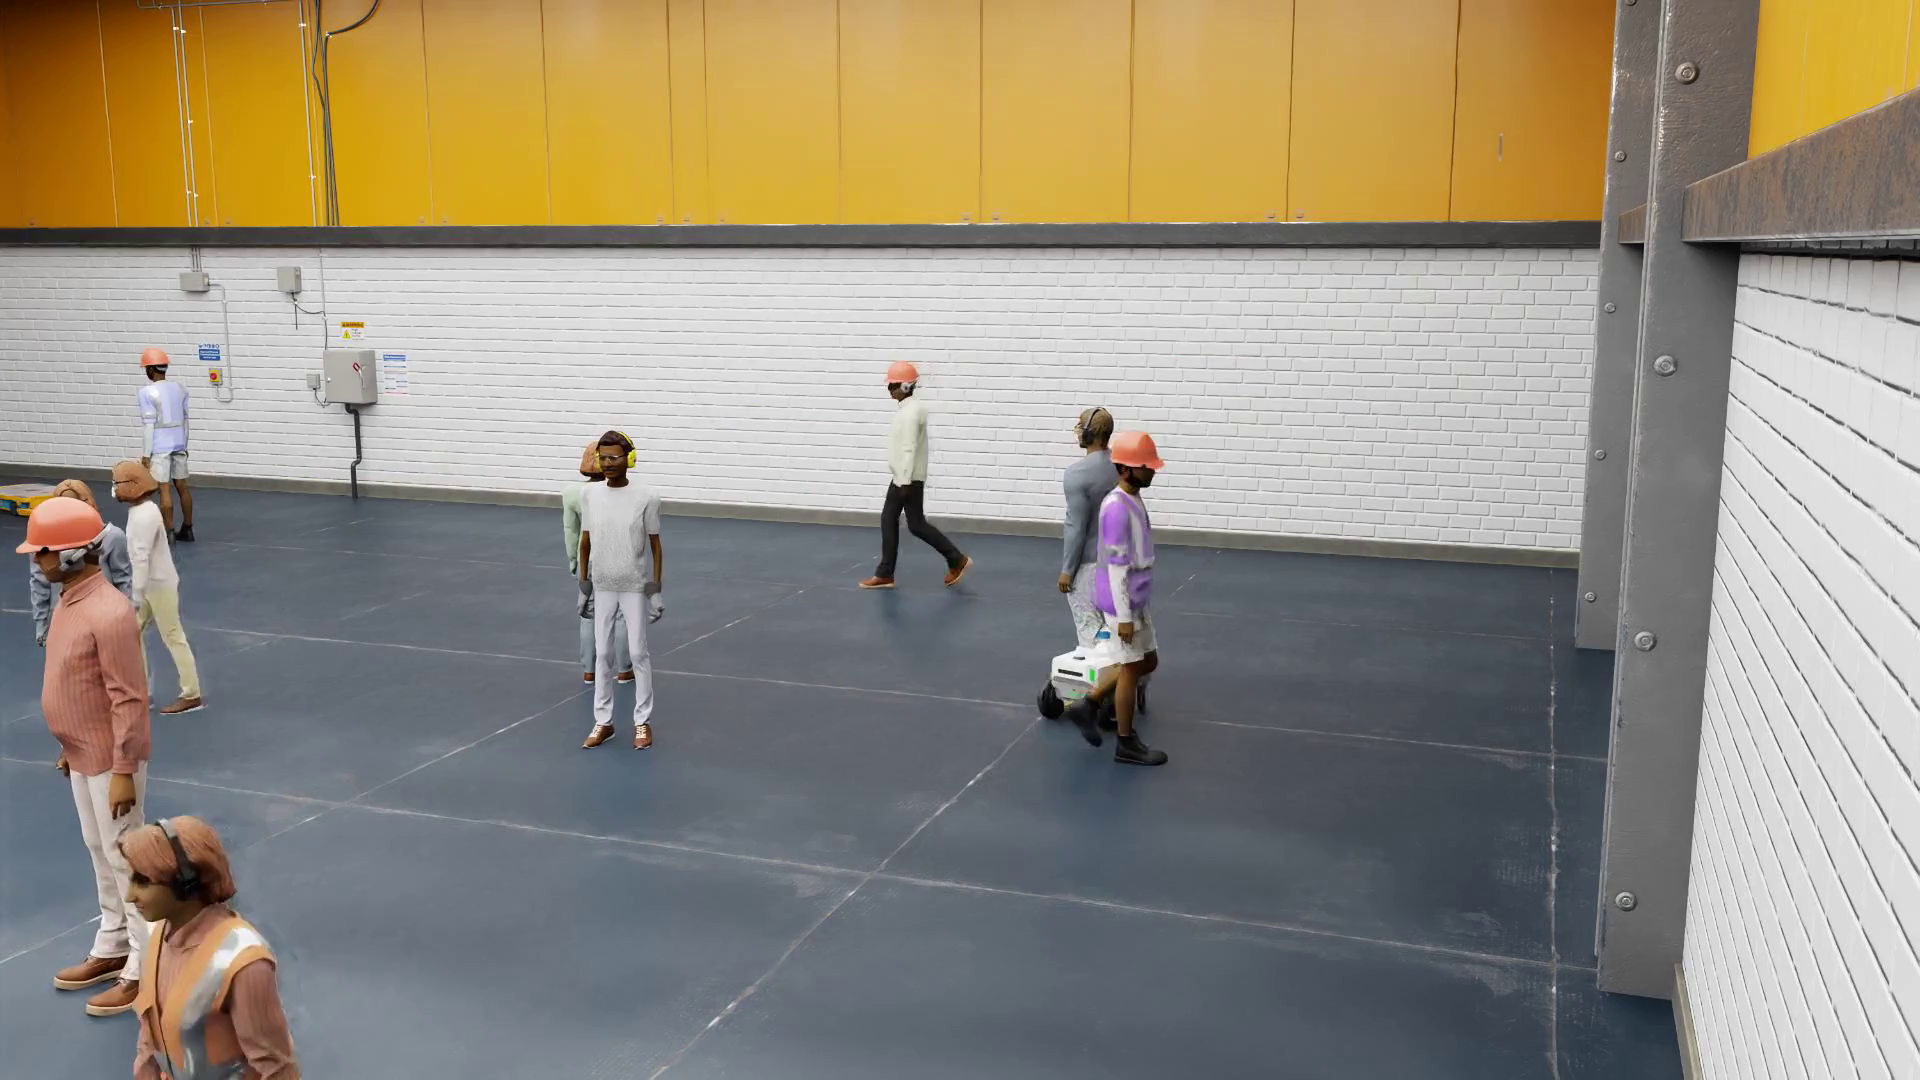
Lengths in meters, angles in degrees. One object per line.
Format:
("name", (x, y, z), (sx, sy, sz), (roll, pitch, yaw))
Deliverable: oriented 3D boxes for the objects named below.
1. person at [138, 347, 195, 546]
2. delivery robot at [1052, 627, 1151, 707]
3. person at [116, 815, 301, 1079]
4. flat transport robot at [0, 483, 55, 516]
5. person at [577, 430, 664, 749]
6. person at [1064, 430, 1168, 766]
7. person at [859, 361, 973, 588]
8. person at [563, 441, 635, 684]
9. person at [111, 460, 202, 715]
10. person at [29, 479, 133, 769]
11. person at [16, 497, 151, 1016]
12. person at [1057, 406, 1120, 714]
("person", (-7.769, -0.909, 16.229), (0.358, 1.938, 0.542), (4, 11, 21))
("delivery robot", (0.885, 0.785, 10.321), (0.477, 0.478, 0.707), (8, 13, 38))
("person", (-1.773, 1.426, 4.044), (0.523, 1.593, 0.880), (10, 14, 44))
("flat transport robot", (-10.307, -0.459, 18.389), (1.431, 0.197, 0.652), (7, 12, 34))
("person", (-1.977, 0.290, 9.666), (0.518, 1.874, 0.330), (1, 10, 6))
("person", (0.888, 0.333, 9.288), (0.517, 1.916, 0.556), (3, 10, 16))
("person", (-0.372, -0.541, 14.112), (0.915, 1.966, 0.620), (-1, 10, -8))
("person", (-2.382, 0.154, 11.101), (0.498, 1.633, 0.285), (0, 10, 1))
("person", (-5.069, 0.312, 10.264), (0.662, 1.605, 0.518), (-7, 12, -34))
("person", (-4.922, 0.463, 9.355), (0.504, 1.632, 0.269), (-5, 11, -25))
("person", (-3.307, 0.816, 6.367), (0.392, 1.990, 0.611), (-9, 14, -42))
("person", (0.837, 0.136, 10.340), (0.372, 1.940, 0.632), (9, 13, 40))
